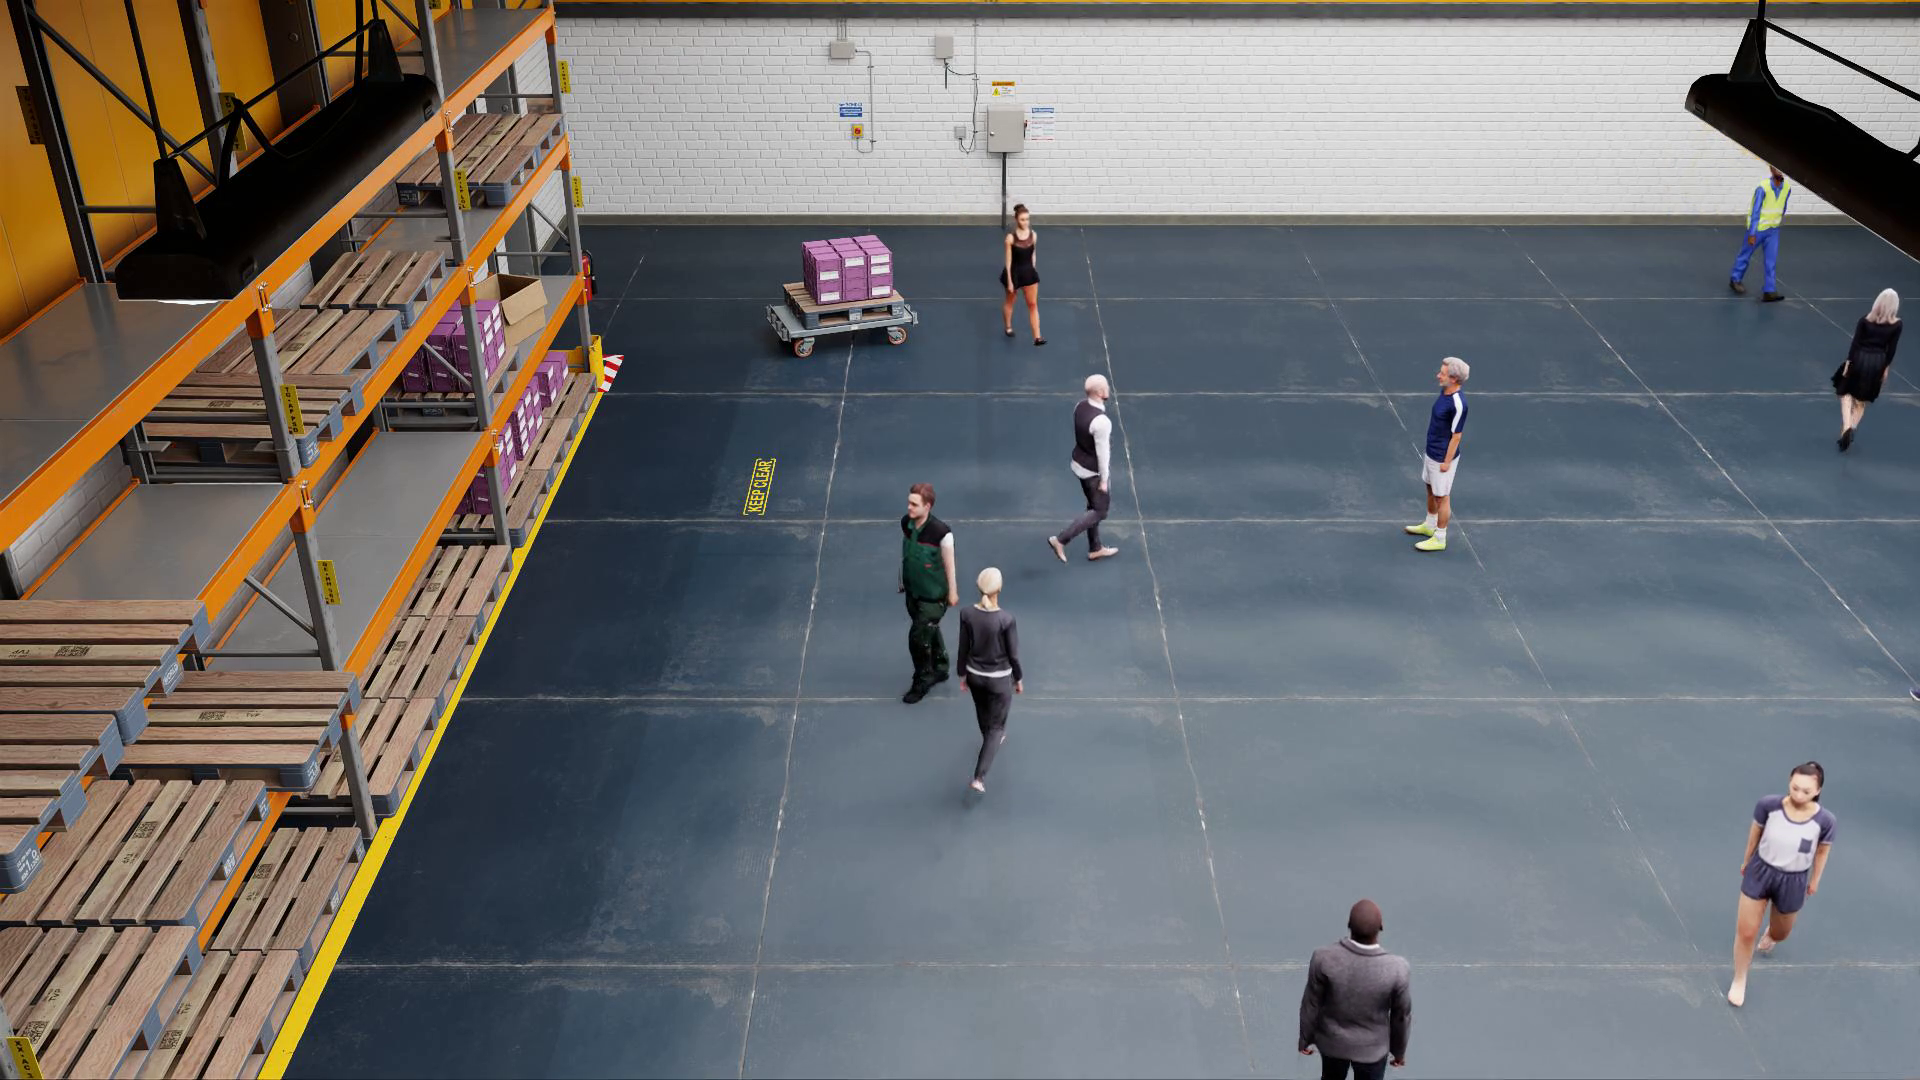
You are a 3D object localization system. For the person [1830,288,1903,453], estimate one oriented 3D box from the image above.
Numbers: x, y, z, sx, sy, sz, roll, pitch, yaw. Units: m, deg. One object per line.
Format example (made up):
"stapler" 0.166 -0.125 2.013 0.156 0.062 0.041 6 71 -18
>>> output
"person" 9.087 -1.661 16.671 0.715 1.735 0.753 8 30 14

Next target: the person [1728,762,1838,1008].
"person" 4.935 2.018 10.036 0.874 1.629 1.018 16 33 27

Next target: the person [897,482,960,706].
"person" -0.199 0.365 12.866 0.955 1.821 0.896 -24 37 -37

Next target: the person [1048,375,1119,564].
"person" 1.095 -0.580 14.614 0.981 1.807 1.038 -12 31 -20

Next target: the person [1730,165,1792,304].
"person" 9.950 -3.883 20.706 0.828 1.771 1.209 -5 29 -9

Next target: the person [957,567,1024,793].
"person" 0.185 1.002 11.831 0.889 1.695 1.156 11 31 19

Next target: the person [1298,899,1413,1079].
"person" 2.044 2.665 8.672 0.941 1.800 1.116 10 30 18

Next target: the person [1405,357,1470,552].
"person" 4.344 -0.791 14.968 0.692 1.839 0.489 -1 29 -2

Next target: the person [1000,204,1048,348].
"person" 0.660 -3.098 19.411 0.856 1.634 1.156 -11 31 -20
